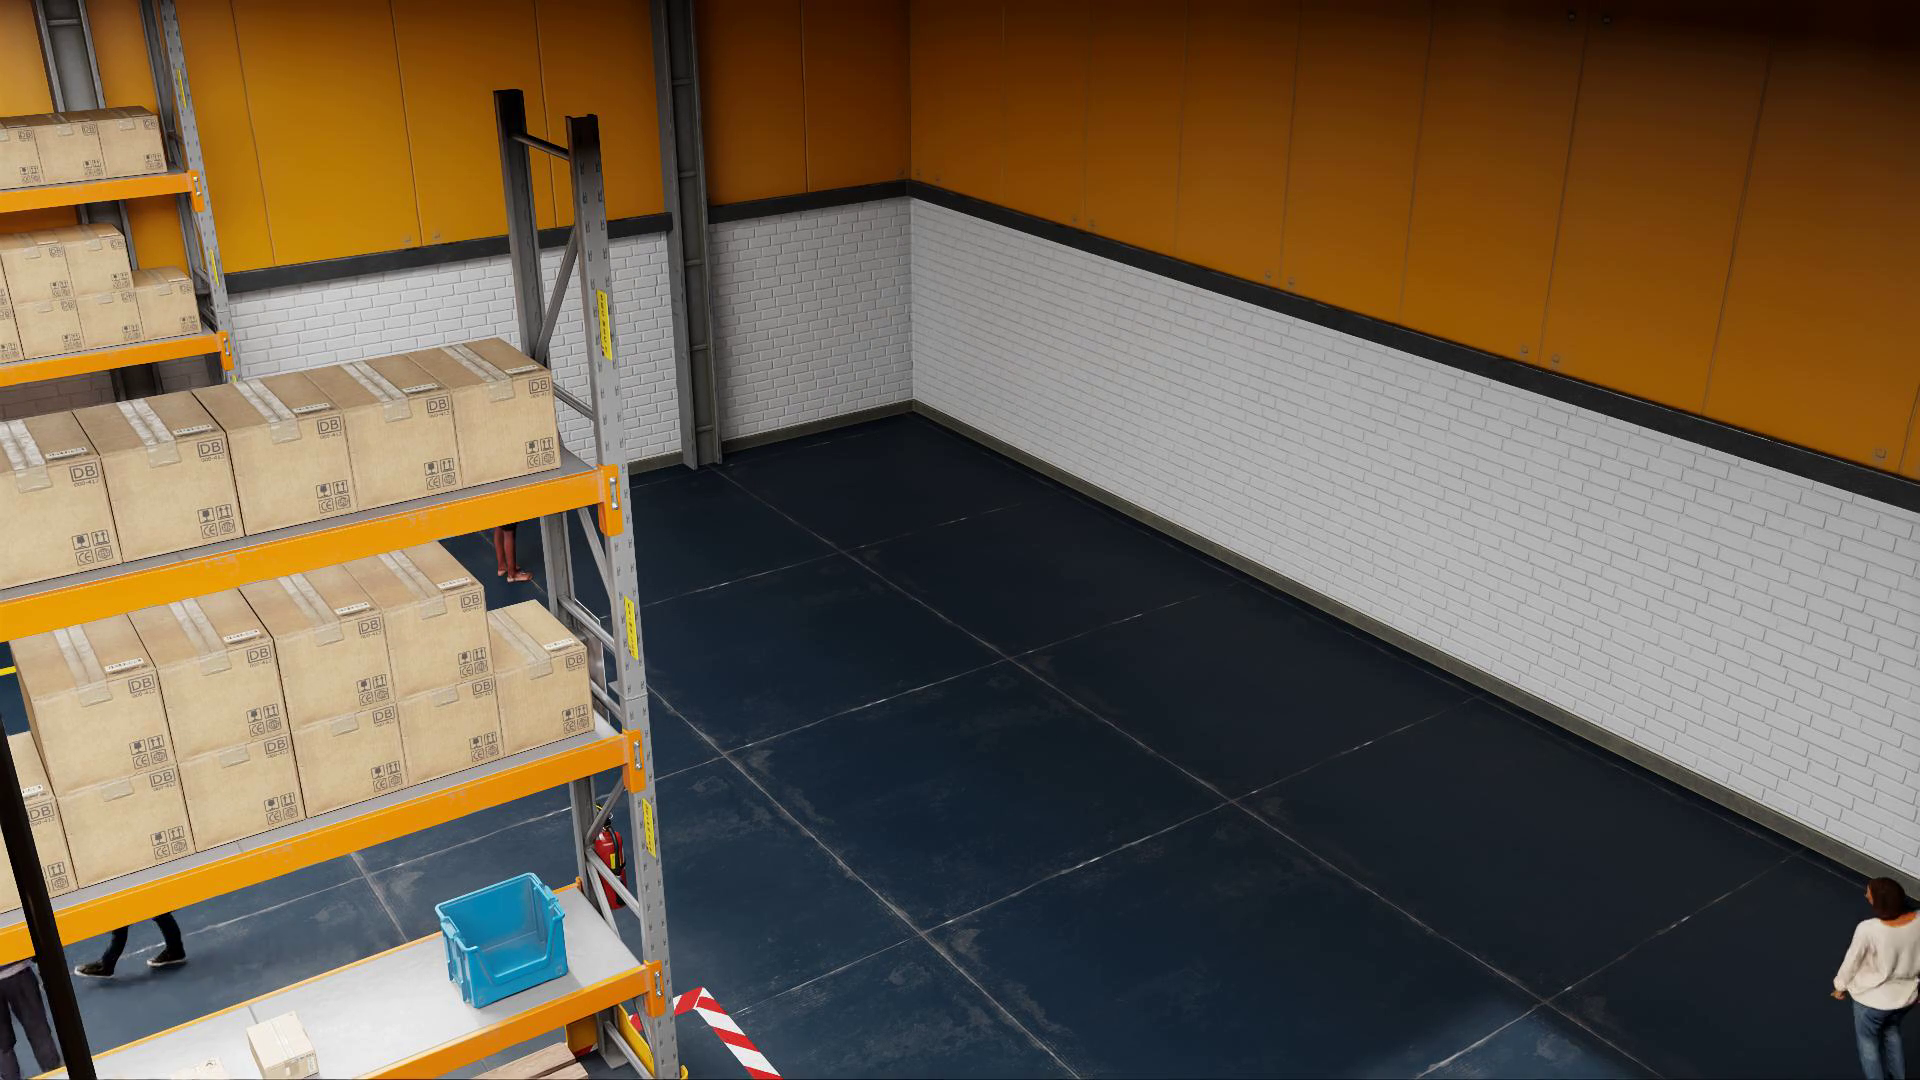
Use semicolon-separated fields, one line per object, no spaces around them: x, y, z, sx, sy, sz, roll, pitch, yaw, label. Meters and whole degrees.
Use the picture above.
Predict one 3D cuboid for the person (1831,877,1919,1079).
5.516;2.720;9.851;0.680;1.634;0.823;3;24;7;person
